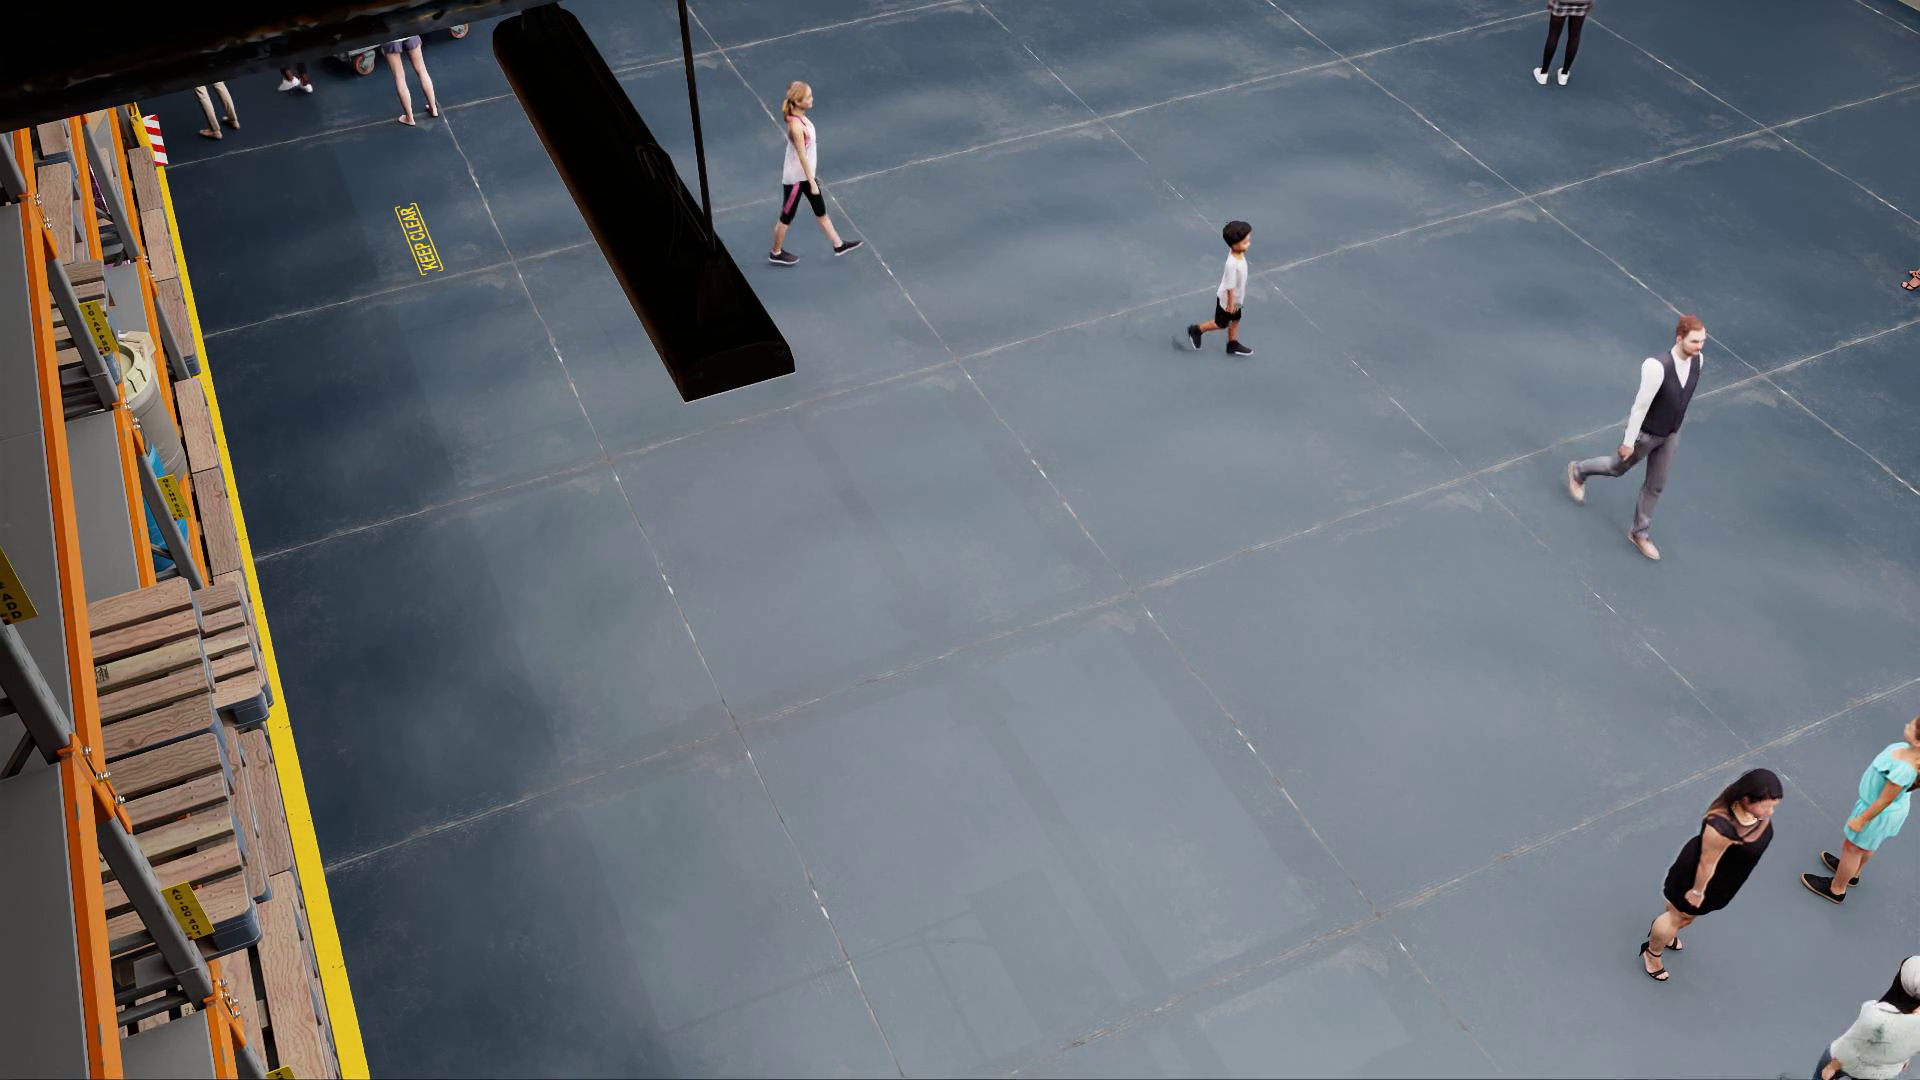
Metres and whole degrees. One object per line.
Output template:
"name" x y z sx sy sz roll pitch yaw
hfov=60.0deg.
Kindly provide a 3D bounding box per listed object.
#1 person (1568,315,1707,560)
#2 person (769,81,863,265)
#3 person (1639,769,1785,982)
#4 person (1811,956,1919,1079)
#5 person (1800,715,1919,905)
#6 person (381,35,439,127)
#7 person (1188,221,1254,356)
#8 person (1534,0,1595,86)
"person" 4.845 -0.834 11.809 0.671 1.910 1.168 -16 46 -16
"person" -1.486 -3.114 14.322 0.971 1.745 1.098 -1 44 -1
"person" 4.123 1.815 9.171 0.749 1.715 0.750 30 51 28
"person" 4.584 2.672 8.335 0.814 1.628 1.046 -6 44 -6
"person" 5.306 1.536 9.577 0.593 1.557 0.598 -27 50 -26
"person" -5.457 -4.894 16.175 0.637 1.768 0.640 -30 51 -28
"person" 2.154 -2.036 13.549 0.834 1.251 0.778 13 45 13
"person" 6.175 -5.445 16.750 0.689 1.771 0.677 1 44 1
